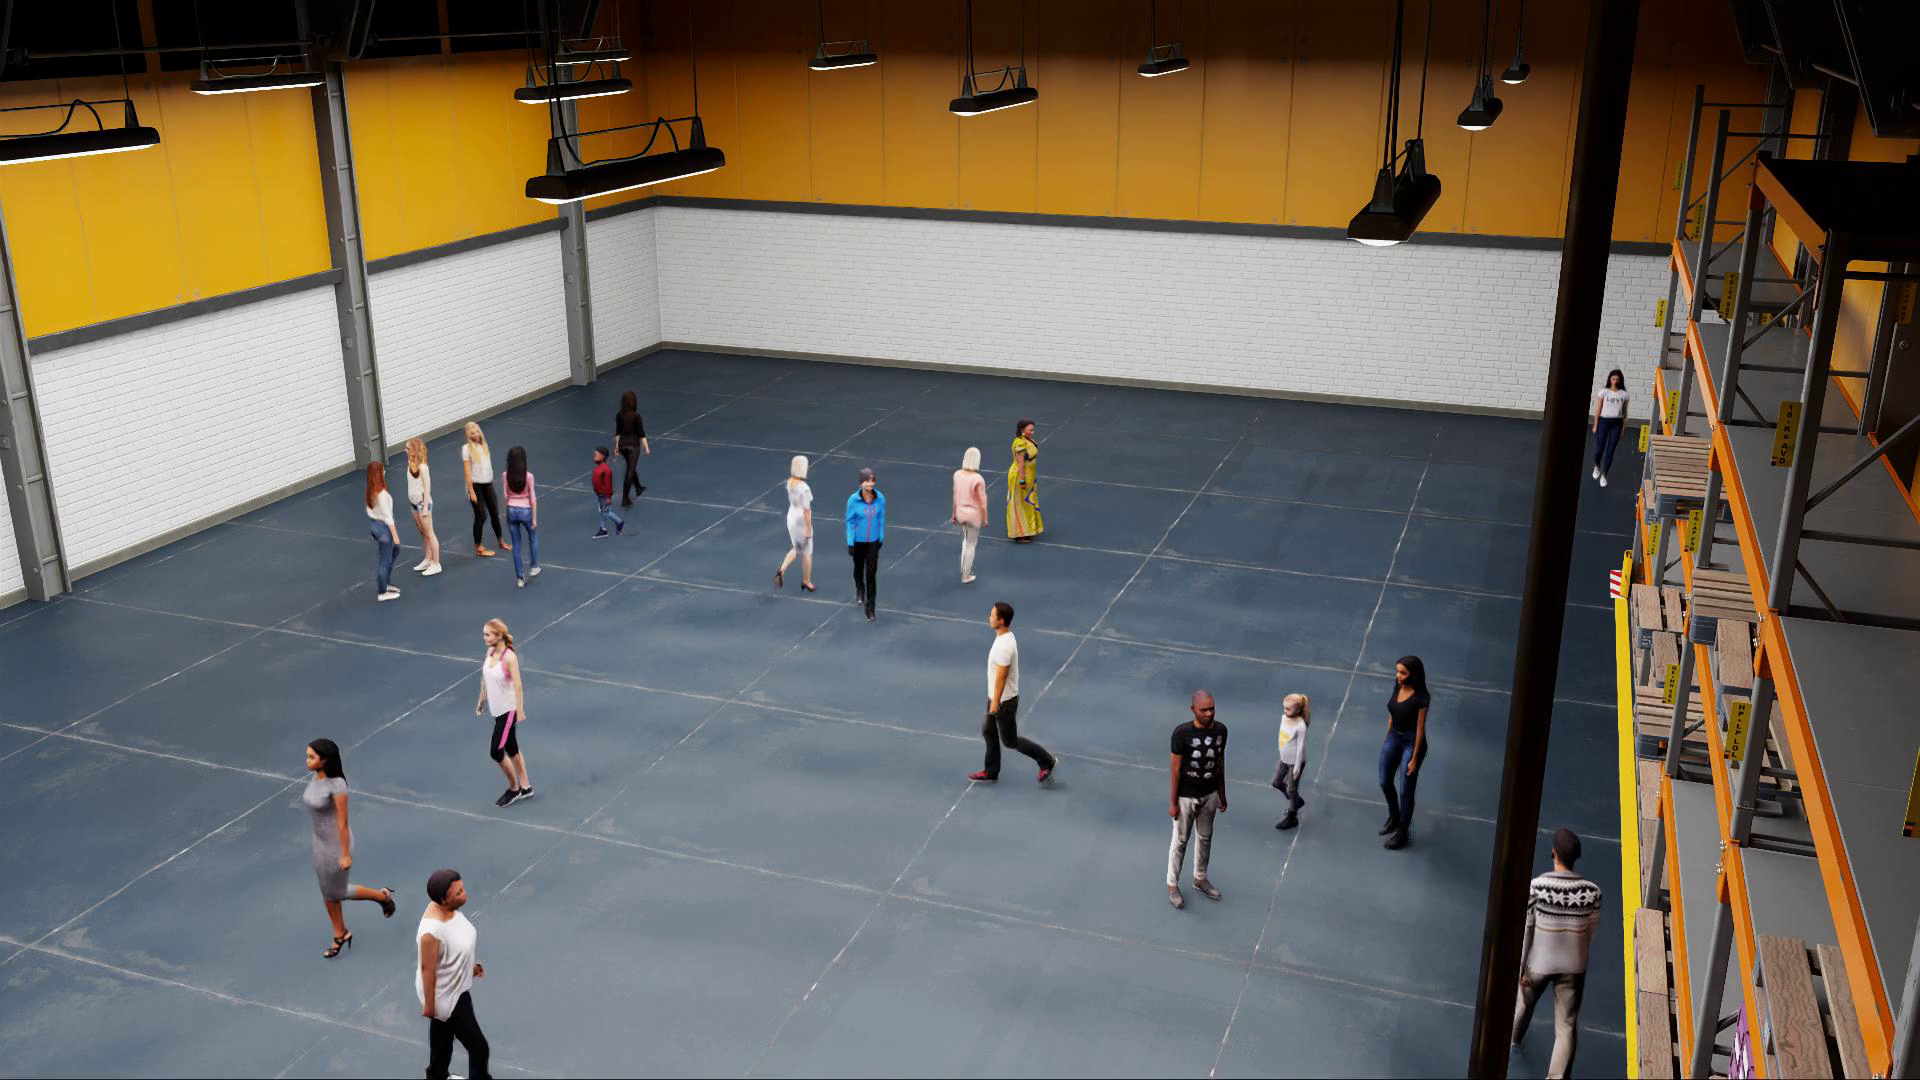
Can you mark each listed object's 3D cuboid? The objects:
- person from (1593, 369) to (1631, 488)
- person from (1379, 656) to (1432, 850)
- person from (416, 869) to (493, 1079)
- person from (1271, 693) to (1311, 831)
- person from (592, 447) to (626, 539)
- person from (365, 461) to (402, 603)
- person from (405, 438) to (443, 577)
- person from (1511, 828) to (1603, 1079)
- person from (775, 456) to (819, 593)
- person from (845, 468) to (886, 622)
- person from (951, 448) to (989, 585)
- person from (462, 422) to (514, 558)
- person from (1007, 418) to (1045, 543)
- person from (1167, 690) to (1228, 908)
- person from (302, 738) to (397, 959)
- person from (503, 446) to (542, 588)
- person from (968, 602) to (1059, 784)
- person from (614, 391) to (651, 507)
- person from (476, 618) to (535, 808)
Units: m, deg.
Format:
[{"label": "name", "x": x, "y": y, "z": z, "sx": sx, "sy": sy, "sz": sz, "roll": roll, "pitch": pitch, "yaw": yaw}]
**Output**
[{"label": "person", "x": 9.558, "y": -1.670, "z": 24.458, "sx": 0.620, "sy": 1.754, "sz": 0.715, "roll": 5, "pitch": 19, "yaw": 14}, {"label": "person", "x": 3.855, "y": 1.786, "z": 14.229, "sx": 0.762, "sy": 1.733, "sz": 0.718, "roll": -12, "pitch": 22, "yaw": -32}, {"label": "person", "x": -3.428, "y": 2.929, "z": 10.934, "sx": 0.907, "sy": 1.668, "sz": 0.872, "roll": -3, "pitch": 19, "yaw": -10}, {"label": "person", "x": 2.962, "y": 1.917, "z": 14.567, "sx": 0.708, "sy": 1.268, "sz": 0.648, "roll": -9, "pitch": 20, "yaw": -24}, {"label": "person", "x": -4.702, "y": -0.640, "z": 22.188, "sx": 0.760, "sy": 1.249, "sz": 0.677, "roll": -14, "pitch": 23, "yaw": -35}, {"label": "person", "x": -6.966, "y": -0.088, "z": 19.815, "sx": 0.747, "sy": 1.718, "sz": 0.710, "roll": -15, "pitch": 23, "yaw": -37}, {"label": "person", "x": -6.710, "y": -0.434, "z": 20.779, "sx": 0.662, "sy": 1.759, "sz": 0.641, "roll": -14, "pitch": 23, "yaw": -35}, {"label": "person", "x": 3.941, "y": 2.844, "z": 10.956, "sx": 0.817, "sy": 1.816, "sz": 1.164, "roll": 3, "pitch": 19, "yaw": 10}, {"label": "person", "x": -1.989, "y": -0.159, "z": 20.003, "sx": 0.931, "sy": 1.733, "sz": 0.802, "roll": -16, "pitch": 24, "yaw": -39}, {"label": "person", "x": -1.137, "y": 0.016, "z": 19.462, "sx": 1.026, "sy": 1.746, "sz": 1.284, "roll": -3, "pitch": 19, "yaw": -8}, {"label": "person", "x": 0.064, "y": -0.278, "z": 20.387, "sx": 0.680, "sy": 1.714, "sz": 0.679, "roll": 13, "pitch": 22, "yaw": 33}, {"label": "person", "x": -6.212, "y": -0.646, "z": 21.328, "sx": 0.770, "sy": 1.809, "sz": 0.572, "roll": 5, "pitch": 19, "yaw": 15}, {"label": "person", "x": 0.830, "y": -0.819, "z": 22.077, "sx": 0.966, "sy": 1.659, "sz": 0.783, "roll": 3, "pitch": 19, "yaw": 10}, {"label": "person", "x": 1.896, "y": 2.040, "z": 13.361, "sx": 0.761, "sy": 1.805, "sz": 0.807, "roll": -7, "pitch": 20, "yaw": -19}, {"label": "person", "x": -4.660, "y": 2.312, "z": 12.609, "sx": 0.744, "sy": 1.768, "sz": 0.925, "roll": 15, "pitch": 24, "yaw": 37}, {"label": "person", "x": -5.408, "y": -0.273, "z": 20.357, "sx": 0.769, "sy": 1.722, "sz": 0.934, "roll": -1, "pitch": 19, "yaw": -3}, {"label": "person", "x": 0.496, "y": 1.437, "z": 15.192, "sx": 0.984, "sy": 1.778, "sz": 1.090, "roll": -1, "pitch": 19, "yaw": -4}, {"label": "person", "x": -4.692, "y": -1.256, "z": 23.474, "sx": 0.598, "sy": 1.598, "sz": 1.035, "roll": 7, "pitch": 20, "yaw": 19}, {"label": "person", "x": -4.006, "y": 1.520, "z": 14.961, "sx": 0.779, "sy": 1.769, "sz": 0.741, "roll": -14, "pitch": 23, "yaw": -36}]
